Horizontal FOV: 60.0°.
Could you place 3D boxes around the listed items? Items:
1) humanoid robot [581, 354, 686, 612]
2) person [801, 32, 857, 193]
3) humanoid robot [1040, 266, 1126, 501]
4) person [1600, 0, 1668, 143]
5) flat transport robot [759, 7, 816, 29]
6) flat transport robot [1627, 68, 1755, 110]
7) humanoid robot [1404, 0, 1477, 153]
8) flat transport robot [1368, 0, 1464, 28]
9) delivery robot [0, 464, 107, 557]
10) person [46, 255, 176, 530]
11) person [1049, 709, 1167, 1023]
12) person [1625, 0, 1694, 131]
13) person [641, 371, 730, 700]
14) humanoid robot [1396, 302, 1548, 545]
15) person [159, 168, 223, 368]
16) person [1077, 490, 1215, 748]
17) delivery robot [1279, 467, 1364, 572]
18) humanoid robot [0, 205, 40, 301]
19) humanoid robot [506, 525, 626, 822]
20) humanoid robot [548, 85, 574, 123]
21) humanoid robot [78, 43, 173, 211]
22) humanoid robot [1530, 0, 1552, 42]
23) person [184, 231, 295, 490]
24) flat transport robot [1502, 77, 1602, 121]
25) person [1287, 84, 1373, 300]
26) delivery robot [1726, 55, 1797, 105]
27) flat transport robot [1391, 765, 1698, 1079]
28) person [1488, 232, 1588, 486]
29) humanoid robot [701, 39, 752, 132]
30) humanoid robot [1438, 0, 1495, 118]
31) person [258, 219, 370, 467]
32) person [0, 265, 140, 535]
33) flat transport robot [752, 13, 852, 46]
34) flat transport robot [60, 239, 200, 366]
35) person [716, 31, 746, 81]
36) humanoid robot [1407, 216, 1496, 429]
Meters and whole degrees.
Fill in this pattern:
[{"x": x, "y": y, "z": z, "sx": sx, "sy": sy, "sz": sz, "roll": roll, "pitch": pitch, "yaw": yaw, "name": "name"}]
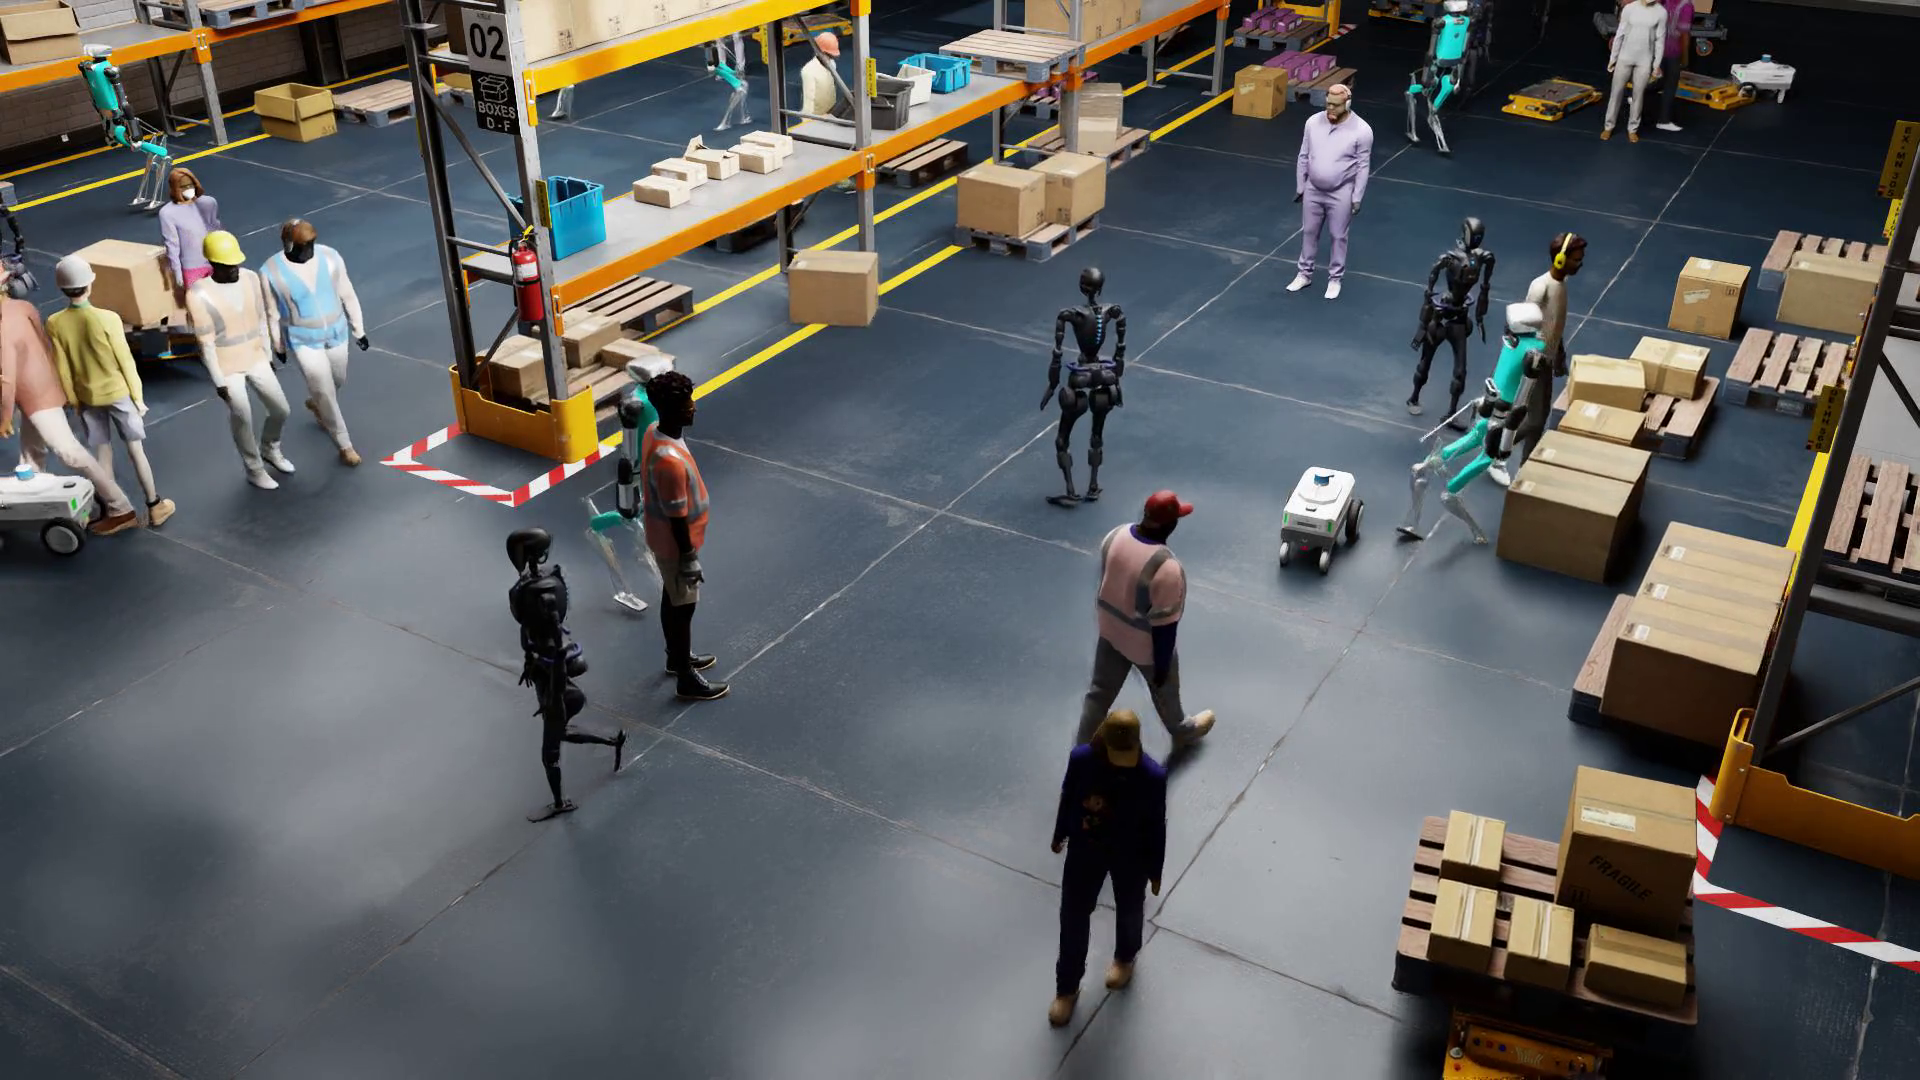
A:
[{"x": -1.999, "y": -0.293, "z": 10.025, "sx": 0.776, "sy": 1.828, "sz": 0.564, "roll": 16, "pitch": 33, "yaw": 26, "name": "humanoid robot"}, {"x": -1.423, "y": -4.426, "z": 17.333, "sx": 0.737, "sy": 1.711, "sz": 0.608, "roll": 15, "pitch": 33, "yaw": 25, "name": "person"}, {"x": 0.868, "y": -1.045, "z": 11.356, "sx": 0.604, "sy": 1.638, "sz": 0.413, "roll": -12, "pitch": 31, "yaw": -20, "name": "humanoid robot"}, {"x": 7.737, "y": -5.507, "z": 19.047, "sx": 0.578, "sy": 1.889, "sz": 0.393, "roll": 12, "pitch": 32, "yaw": 21, "name": "person"}, {"x": -2.738, "y": -7.864, "z": 24.854, "sx": 0.659, "sy": 0.231, "sz": 1.431, "roll": 4, "pitch": 30, "yaw": 7, "name": "flat transport robot"}, {"x": 9.242, "y": -5.730, "z": 21.078, "sx": 0.659, "sy": 0.231, "sz": 1.431, "roll": -20, "pitch": 35, "yaw": -31, "name": "flat transport robot"}, {"x": 5.324, "y": -5.231, "z": 18.730, "sx": 0.534, "sy": 1.754, "sz": 1.013, "roll": -9, "pitch": 31, "yaw": -16, "name": "humanoid robot"}, {"x": 6.910, "y": -7.882, "z": 24.884, "sx": 0.659, "sy": 0.231, "sz": 1.431, "roll": -26, "pitch": 39, "yaw": -38, "name": "flat transport robot"}, {"x": -6.105, "y": -0.212, "z": 11.036, "sx": 0.788, "sy": 0.605, "sz": 0.499, "roll": -2, "pitch": 30, "yaw": -3, "name": "delivery robot"}, {"x": -5.642, "y": -0.950, "z": 10.977, "sx": 0.475, "sy": 1.890, "sz": 0.400, "roll": -5, "pitch": 30, "yaw": -8, "name": "person"}, {"x": 0.619, "y": 1.379, "z": 7.150, "sx": 0.531, "sy": 1.583, "sz": 0.663, "roll": 12, "pitch": 32, "yaw": 20, "name": "person"}, {"x": 8.323, "y": -5.763, "z": 19.554, "sx": 0.563, "sy": 1.835, "sz": 0.518, "roll": 4, "pitch": 30, "yaw": 7, "name": "person"}, {"x": -1.564, "y": -0.024, "z": 9.261, "sx": 0.374, "sy": 1.966, "sz": 0.604, "roll": -8, "pitch": 31, "yaw": -14, "name": "person"}, {"x": 3.197, "y": -0.709, "z": 10.736, "sx": 0.892, "sy": 1.786, "sz": 0.573, "roll": 6, "pitch": 30, "yaw": 11, "name": "humanoid robot"}, {"x": -6.142, "y": -2.219, "z": 13.477, "sx": 0.265, "sy": 1.631, "sz": 0.506, "roll": 21, "pitch": 36, "yaw": 32, "name": "person"}, {"x": 0.965, "y": 0.475, "z": 8.648, "sx": 0.939, "sy": 1.700, "sz": 0.607, "roll": -23, "pitch": 37, "yaw": -35, "name": "person"}, {"x": 2.367, "y": -0.182, "z": 10.986, "sx": 0.499, "sy": 0.607, "sz": 0.808, "roll": 12, "pitch": 32, "yaw": 20, "name": "delivery robot"}, {"x": -7.606, "y": -2.059, "z": 13.151, "sx": 0.330, "sy": 1.653, "sz": 0.596, "roll": 16, "pitch": 33, "yaw": 26, "name": "humanoid robot"}, {"x": -1.987, "y": 0.653, "z": 8.374, "sx": 0.594, "sy": 1.640, "sz": 0.594, "roll": -17, "pitch": 33, "yaw": -27, "name": "humanoid robot"}, {"x": -4.822, "y": -5.811, "z": 19.830, "sx": 0.737, "sy": 1.878, "sz": 0.538, "roll": -24, "pitch": 38, "yaw": -36, "name": "humanoid robot"}, {"x": -8.281, "y": -4.184, "z": 16.715, "sx": 0.533, "sy": 1.677, "sz": 0.735, "roll": 16, "pitch": 33, "yaw": 26, "name": "humanoid robot"}, {"x": 8.318, "y": -7.960, "z": 23.619, "sx": 0.598, "sy": 1.639, "sz": 0.645, "roll": 17, "pitch": 34, "yaw": 27, "name": "humanoid robot"}, {"x": -4.932, "y": -1.216, "z": 11.435, "sx": 0.443, "sy": 1.906, "sz": 0.586, "roll": 18, "pitch": 34, "yaw": 29, "name": "person"}, {"x": 7.349, "y": -5.460, "z": 20.601, "sx": 0.659, "sy": 0.231, "sz": 1.431, "roll": 24, "pitch": 37, "yaw": 36, "name": "flat transport robot"}, {"x": 3.262, "y": -3.082, "z": 14.733, "sx": 0.651, "sy": 1.904, "sz": 0.406, "roll": 18, "pitch": 34, "yaw": 29, "name": "person"}, {"x": 10.042, "y": -5.787, "z": 20.878, "sx": 0.752, "sy": 0.584, "sz": 0.522, "roll": 2, "pitch": 30, "yaw": 3, "name": "delivery robot"}, {"x": 2.578, "y": 1.977, "z": 7.444, "sx": 0.659, "sy": 0.231, "sz": 1.431, "roll": 10, "pitch": 31, "yaw": 18, "name": "flat transport robot"}, {"x": 4.026, "y": -1.213, "z": 11.472, "sx": 0.453, "sy": 1.856, "sz": 0.588, "roll": 22, "pitch": 36, "yaw": 34, "name": "person"}, {"x": -2.720, "y": -5.663, "z": 19.476, "sx": 0.869, "sy": 1.781, "sz": 0.587, "roll": -4, "pitch": 30, "yaw": -7, "name": "humanoid robot"}, {"x": 6.093, "y": -5.926, "z": 20.010, "sx": 0.585, "sy": 1.650, "sz": 0.351, "roll": -5, "pitch": 30, "yaw": -9, "name": "humanoid robot"}, {"x": -4.678, "y": -1.489, "z": 12.025, "sx": 0.627, "sy": 1.800, "sz": 0.888, "roll": -25, "pitch": 38, "yaw": -37, "name": "person"}, {"x": -6.099, "y": -0.928, "z": 10.896, "sx": 1.008, "sy": 1.928, "sz": 0.621, "roll": -7, "pitch": 30, "yaw": -12, "name": "person"}, {"x": -2.214, "y": -7.344, "z": 23.932, "sx": 1.431, "sy": 0.231, "sz": 0.659, "roll": -22, "pitch": 36, "yaw": -34, "name": "flat transport robot"}, {"x": -6.625, "y": -1.692, "z": 13.935, "sx": 1.431, "sy": 0.231, "sz": 0.659, "roll": -11, "pitch": 31, "yaw": -18, "name": "flat transport robot"}, {"x": -3.021, "y": -6.946, "z": 21.536, "sx": 0.482, "sy": 1.944, "sz": 0.432, "roll": 2, "pitch": 30, "yaw": 4, "name": "person"}, {"x": 3.672, "y": -1.641, "z": 12.429, "sx": 0.593, "sy": 1.628, "sz": 0.681, "roll": -9, "pitch": 31, "yaw": -15, "name": "humanoid robot"}]
